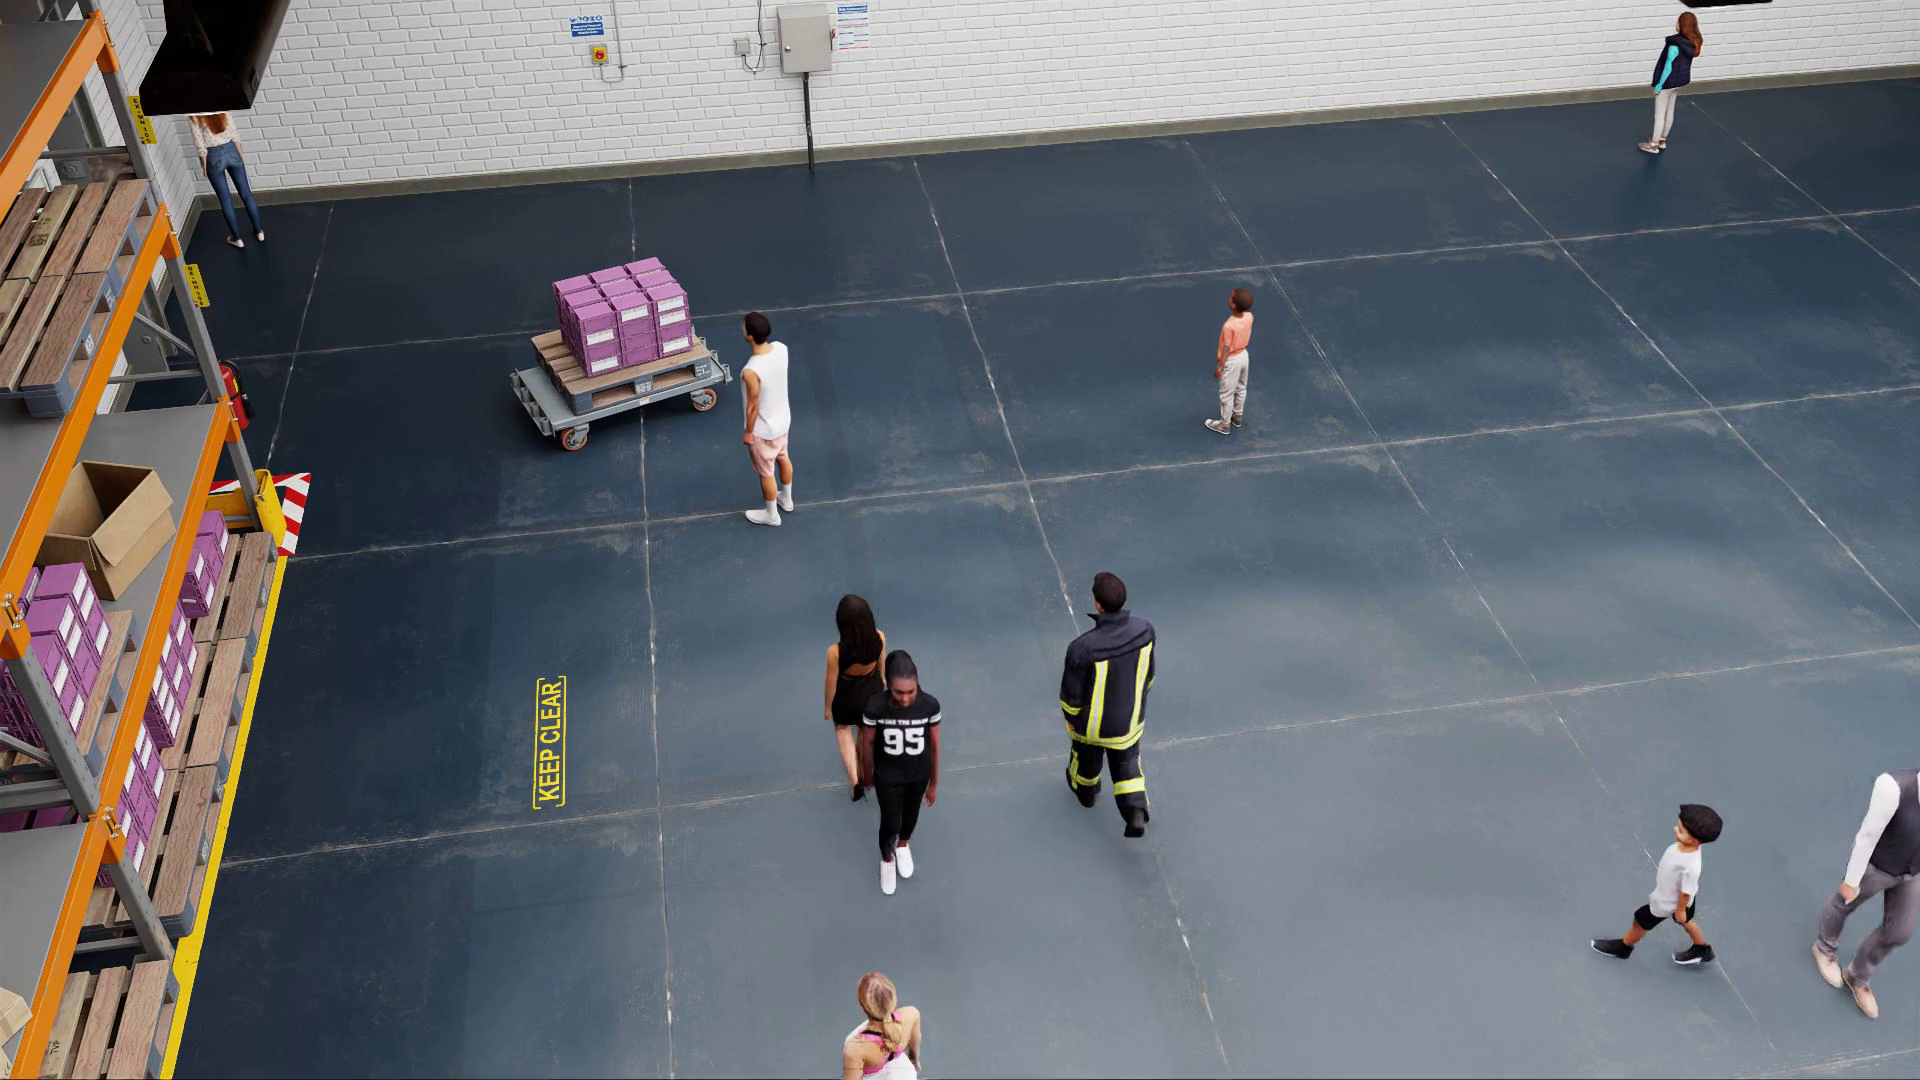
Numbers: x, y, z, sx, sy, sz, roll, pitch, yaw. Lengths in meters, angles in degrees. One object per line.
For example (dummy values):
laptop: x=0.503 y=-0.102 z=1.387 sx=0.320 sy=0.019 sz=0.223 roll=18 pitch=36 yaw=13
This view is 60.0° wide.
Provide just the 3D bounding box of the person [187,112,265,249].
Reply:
person: x=-7.017 y=-3.620 z=15.837 sx=0.652 sy=1.728 sz=0.667 roll=-28 pitch=47 yaw=-31

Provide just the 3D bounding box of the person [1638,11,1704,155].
person: x=7.497 y=-4.832 z=17.538 sx=0.685 sy=1.499 sz=0.722 roll=-28 pitch=47 yaw=-31

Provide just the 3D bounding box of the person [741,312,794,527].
person: x=-1.430 y=-0.896 z=12.377 sx=0.792 sy=1.789 sz=0.710 roll=19 pitch=42 yaw=22

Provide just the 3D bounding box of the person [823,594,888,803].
person: x=-0.595 y=1.023 z=10.097 sx=0.649 sy=1.636 sz=0.675 roll=-11 pitch=40 yaw=-13

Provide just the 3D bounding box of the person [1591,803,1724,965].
person: x=4.051 y=1.952 z=9.251 sx=0.814 sy=1.240 sz=0.886 roll=12 pitch=40 yaw=15

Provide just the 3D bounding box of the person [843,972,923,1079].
person: x=-0.302 y=2.721 z=7.881 sx=0.966 sy=1.748 sz=1.245 roll=-24 pitch=44 yaw=-27

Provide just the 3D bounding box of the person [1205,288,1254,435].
person: x=2.225 y=-1.456 z=13.463 sx=0.566 sy=1.310 sz=0.597 roll=-27 pitch=46 yaw=-29

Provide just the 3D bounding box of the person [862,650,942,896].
person: x=-0.342 y=1.280 z=9.709 sx=0.603 sy=1.719 sz=0.622 roll=-7 pitch=39 yaw=-9

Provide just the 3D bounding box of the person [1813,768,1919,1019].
person: x=5.006 y=1.685 z=9.036 sx=0.762 sy=1.926 sz=0.820 roll=1 pitch=39 yaw=1

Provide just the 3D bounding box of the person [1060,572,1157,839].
person: x=0.918 y=1.014 z=9.891 sx=0.908 sy=1.907 sz=1.132 roll=-14 pitch=41 yaw=-17
